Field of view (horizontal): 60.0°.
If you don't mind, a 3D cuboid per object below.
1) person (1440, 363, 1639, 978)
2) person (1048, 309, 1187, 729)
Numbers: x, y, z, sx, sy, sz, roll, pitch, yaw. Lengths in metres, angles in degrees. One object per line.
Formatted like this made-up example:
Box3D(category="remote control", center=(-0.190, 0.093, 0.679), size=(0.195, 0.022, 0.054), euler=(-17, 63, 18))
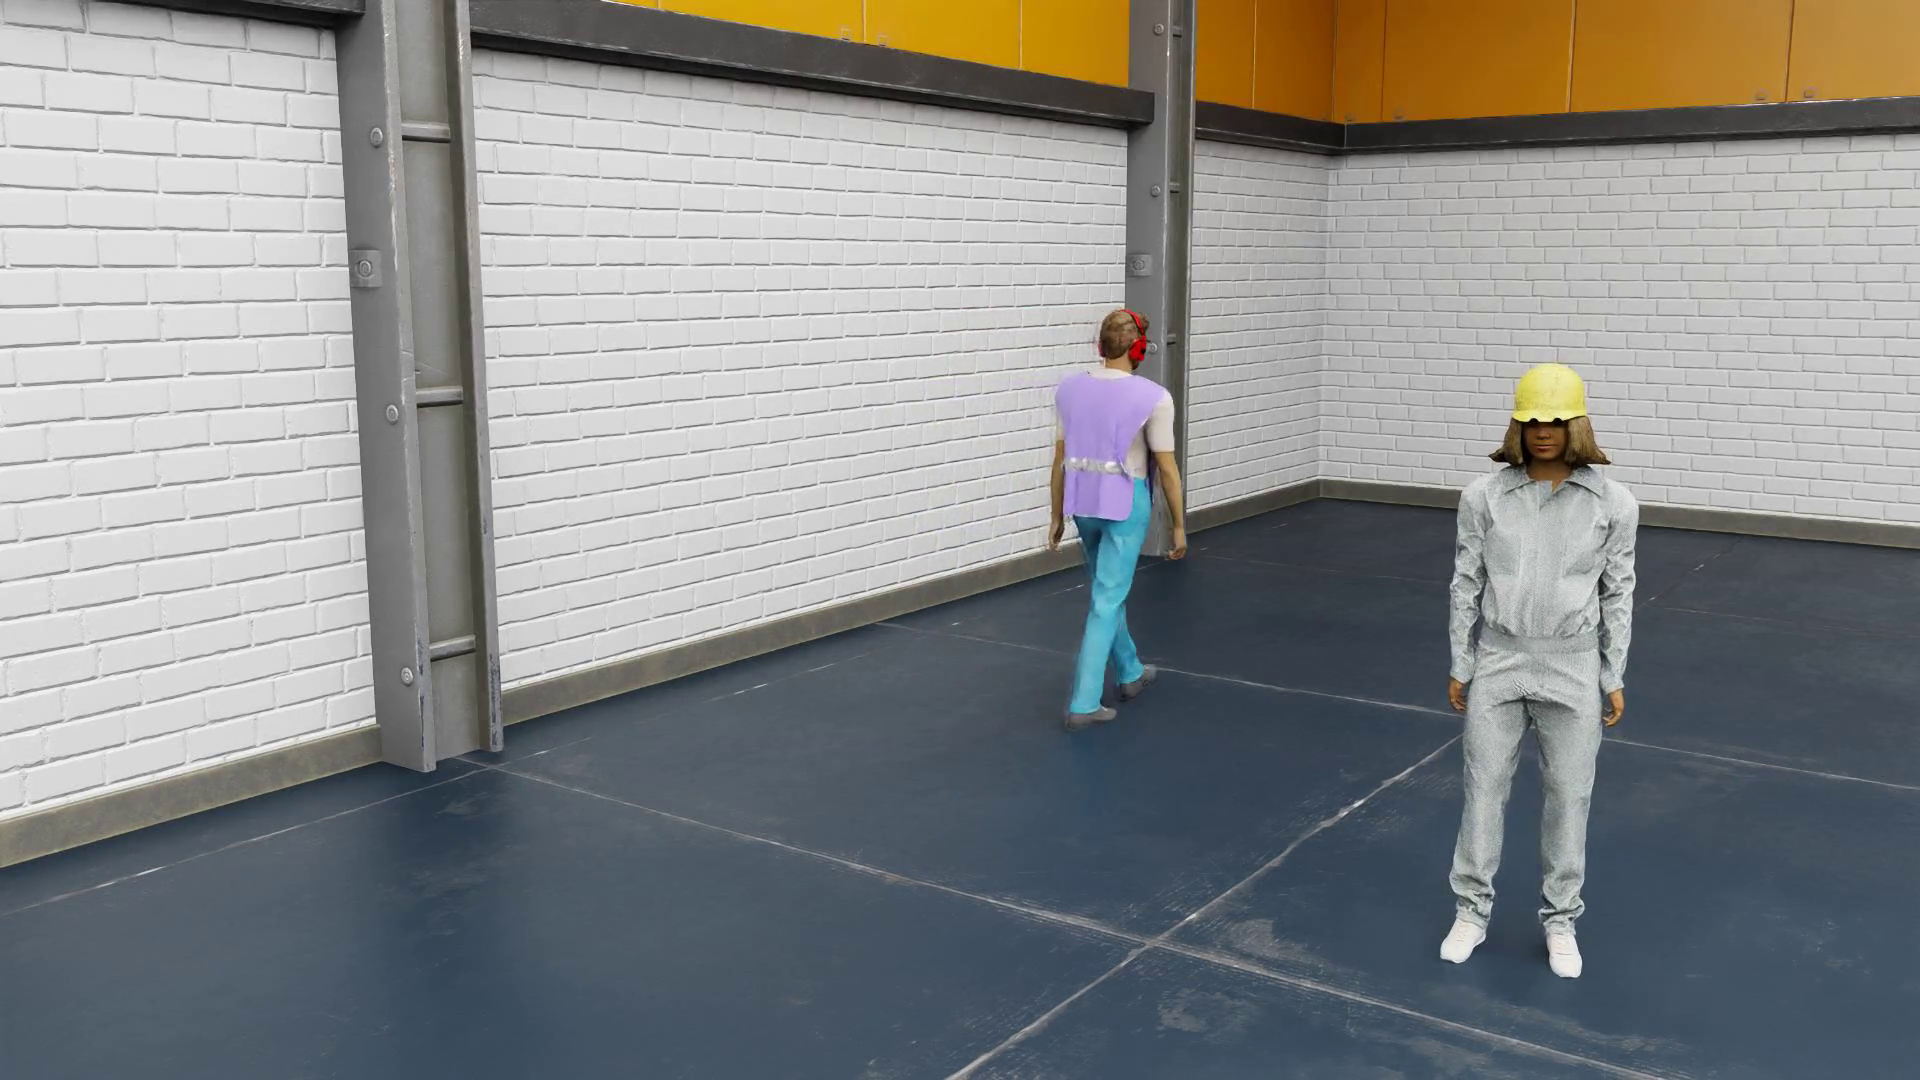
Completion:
Box3D(category="person", center=(1.628, 0.373, 4.701), size=(0.492, 1.742, 0.321), euler=(4, 10, 21))
Box3D(category="person", center=(0.750, -0.107, 7.367), size=(0.587, 1.801, 0.919), euler=(8, 12, 38))
